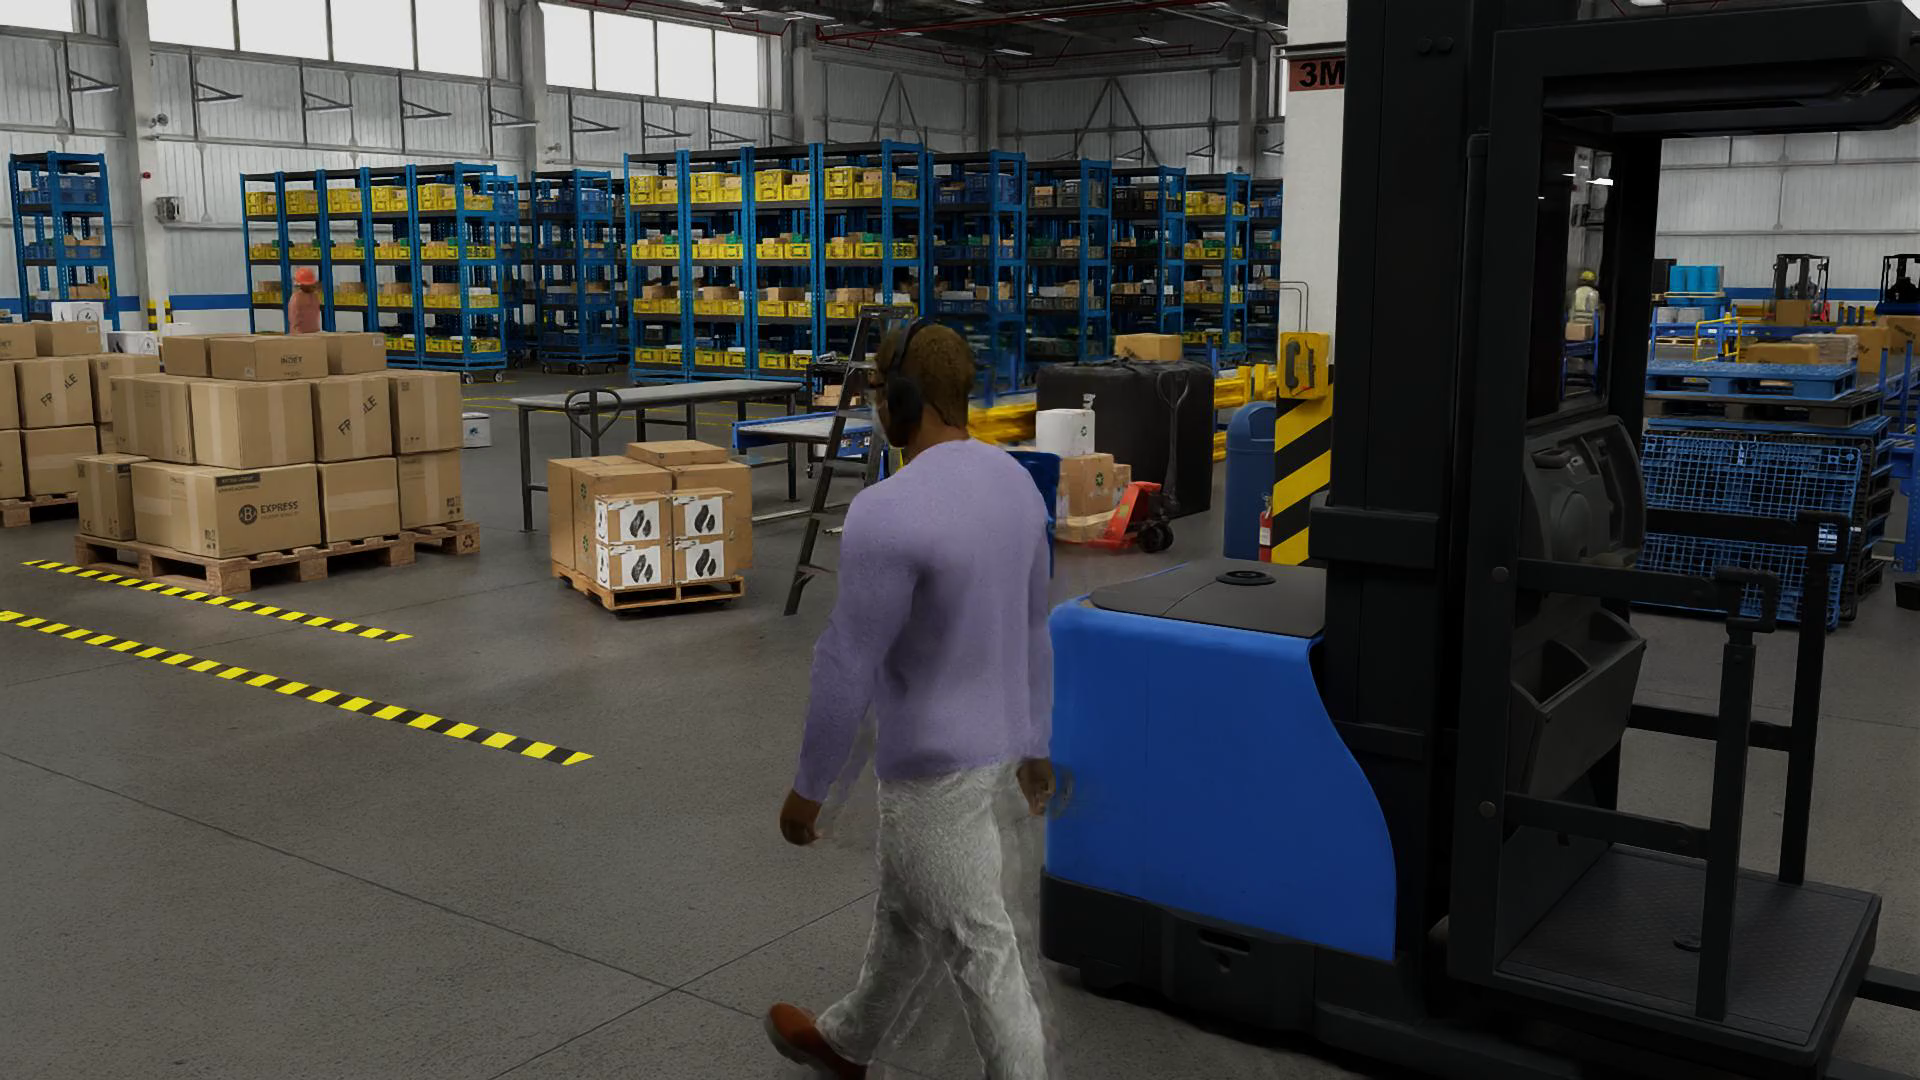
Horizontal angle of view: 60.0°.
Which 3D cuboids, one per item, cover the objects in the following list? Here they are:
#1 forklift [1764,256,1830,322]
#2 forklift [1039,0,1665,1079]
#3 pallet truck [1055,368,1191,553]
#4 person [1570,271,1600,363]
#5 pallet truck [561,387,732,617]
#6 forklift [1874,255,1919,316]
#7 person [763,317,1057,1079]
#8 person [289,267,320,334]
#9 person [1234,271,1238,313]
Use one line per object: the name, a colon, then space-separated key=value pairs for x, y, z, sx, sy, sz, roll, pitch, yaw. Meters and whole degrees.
forklift: x=20.253 y=-5.854 z=40.139 sx=1.157 sy=1.987 sz=2.680 roll=7 pitch=12 yaw=35
forklift: x=1.249 y=-0.137 z=4.360 sx=1.873 sy=2.768 sz=1.129 roll=7 pitch=12 yaw=35
pallet truck: x=0.845 y=-0.609 z=11.869 sx=1.630 sy=1.274 sz=0.653 roll=7 pitch=12 yaw=35
person: x=12.411 y=-4.384 z=32.841 sx=0.741 sy=1.802 sz=0.585 roll=-6 pitch=11 yaw=-30
pallet truck: x=-1.981 y=-0.274 z=10.088 sx=0.680 sy=1.201 sz=1.601 roll=-5 pitch=11 yaw=-28
forklift: x=22.089 y=-5.634 z=38.796 sx=1.157 sy=1.987 sz=2.680 roll=6 pitch=11 yaw=33
person: x=-0.154 y=0.470 z=3.673 sx=0.983 sy=1.892 sz=0.636 roll=5 pitch=11 yaw=28
person: x=-8.278 y=-2.475 z=21.070 sx=0.583 sy=1.943 sz=0.650 roll=2 pitch=10 yaw=10
person: x=7.935 y=-6.952 z=48.106 sx=0.615 sy=1.816 sz=0.579 roll=5 pitch=11 yaw=28
